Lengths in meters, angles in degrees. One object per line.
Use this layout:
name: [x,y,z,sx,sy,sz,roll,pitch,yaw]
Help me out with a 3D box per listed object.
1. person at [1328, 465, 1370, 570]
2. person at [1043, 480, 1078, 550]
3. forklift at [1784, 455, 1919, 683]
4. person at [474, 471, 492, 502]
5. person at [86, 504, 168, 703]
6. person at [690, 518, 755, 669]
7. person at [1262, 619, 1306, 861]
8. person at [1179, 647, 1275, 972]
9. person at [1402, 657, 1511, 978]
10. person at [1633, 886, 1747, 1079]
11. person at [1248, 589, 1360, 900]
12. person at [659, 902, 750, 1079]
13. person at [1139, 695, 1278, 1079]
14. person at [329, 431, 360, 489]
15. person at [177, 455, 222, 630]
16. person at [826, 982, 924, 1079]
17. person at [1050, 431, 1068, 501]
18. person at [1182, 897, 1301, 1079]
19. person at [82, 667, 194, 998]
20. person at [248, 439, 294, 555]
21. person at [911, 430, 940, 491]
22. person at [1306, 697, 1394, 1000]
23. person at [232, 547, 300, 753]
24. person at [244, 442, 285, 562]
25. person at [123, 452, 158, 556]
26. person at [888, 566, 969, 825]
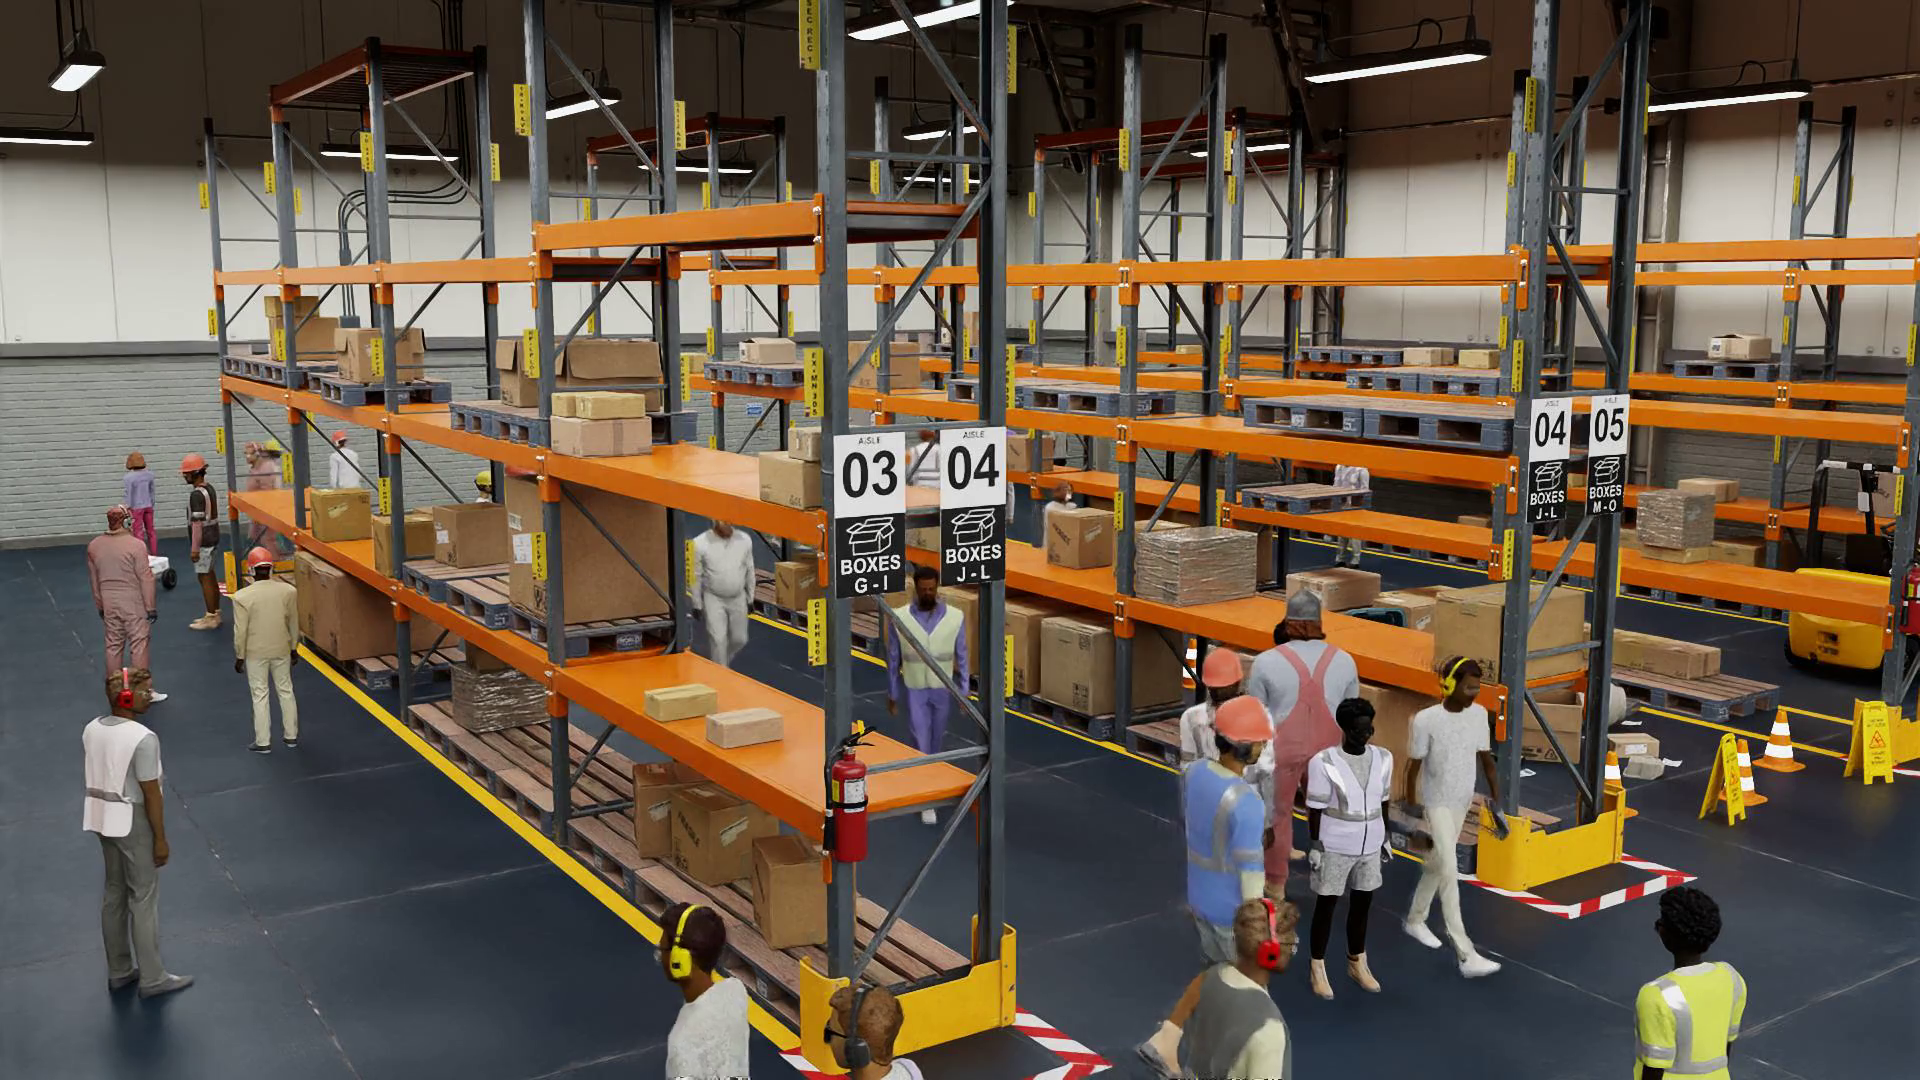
person: [5.416,-0.475,23.216,0.403,1.830,0.600,-6,10,-34]
person: [1.265,0.082,20.215,0.524,1.615,0.454,-6,11,-36]
forklift: [9.643,0.253,17.172,2.313,2.155,1.214,-6,10,-33]
person: [-5.658,0.049,19.946,0.310,1.768,0.533,-2,9,-10]
person: [-7.877,0.612,15.737,0.640,1.909,0.409,2,9,11]
person: [-2.306,0.562,16.118,0.660,1.885,0.580,-4,10,-27]
person: [2.217,1.367,11.438,0.321,1.686,0.539,-3,9,-20]
person: [1.541,1.535,9.579,0.563,1.916,0.793,2,9,14]
person: [2.887,1.578,9.629,0.485,1.812,0.965,-4,9,-25]
person: [2.714,2.137,6.273,0.540,1.695,0.317,-5,10,-30]
person: [2.160,1.307,10.657,0.697,2.000,0.540,-1,9,-5]
person: [-0.844,2.158,5.650,0.396,1.859,0.575,2,9,12]
person: [1.239,1.725,7.927,0.601,2.026,0.634,-3,9,-20]
person: [-9.612,-0.838,26.092,0.668,1.728,0.596,3,9,19]
person: [-8.778,0.028,19.220,0.397,2.034,0.601,-2,9,-11]
person: [-0.257,2.239,5.099,0.327,1.843,0.514,2,9,14]
person: [1.735,-1.466,29.686,0.327,1.874,0.517,7,11,40]
person: [0.958,2.138,5.837,0.642,1.818,0.599,-1,9,-10]
person: [-4.621,1.620,9.232,0.564,1.841,0.395,5,10,30]
person: [-10.142,-0.618,24.429,0.533,1.747,0.524,-2,9,-11]
person: [-0.415,-0.839,25.554,0.669,1.859,0.422,2,9,13]
person: [2.162,1.693,9.224,0.541,1.696,0.316,-3,9,-18]
person: [-5.907,0.926,14.149,0.341,1.749,0.572,7,11,40]
person: [-9.461,-0.402,22.584,0.436,1.877,0.668,-6,10,-34]
person: [-11.614,-0.427,23.556,0.285,1.633,0.498,3,9,21]
person: [-0.239,1.107,12.566,0.602,1.876,0.977,-1,9,-10]
